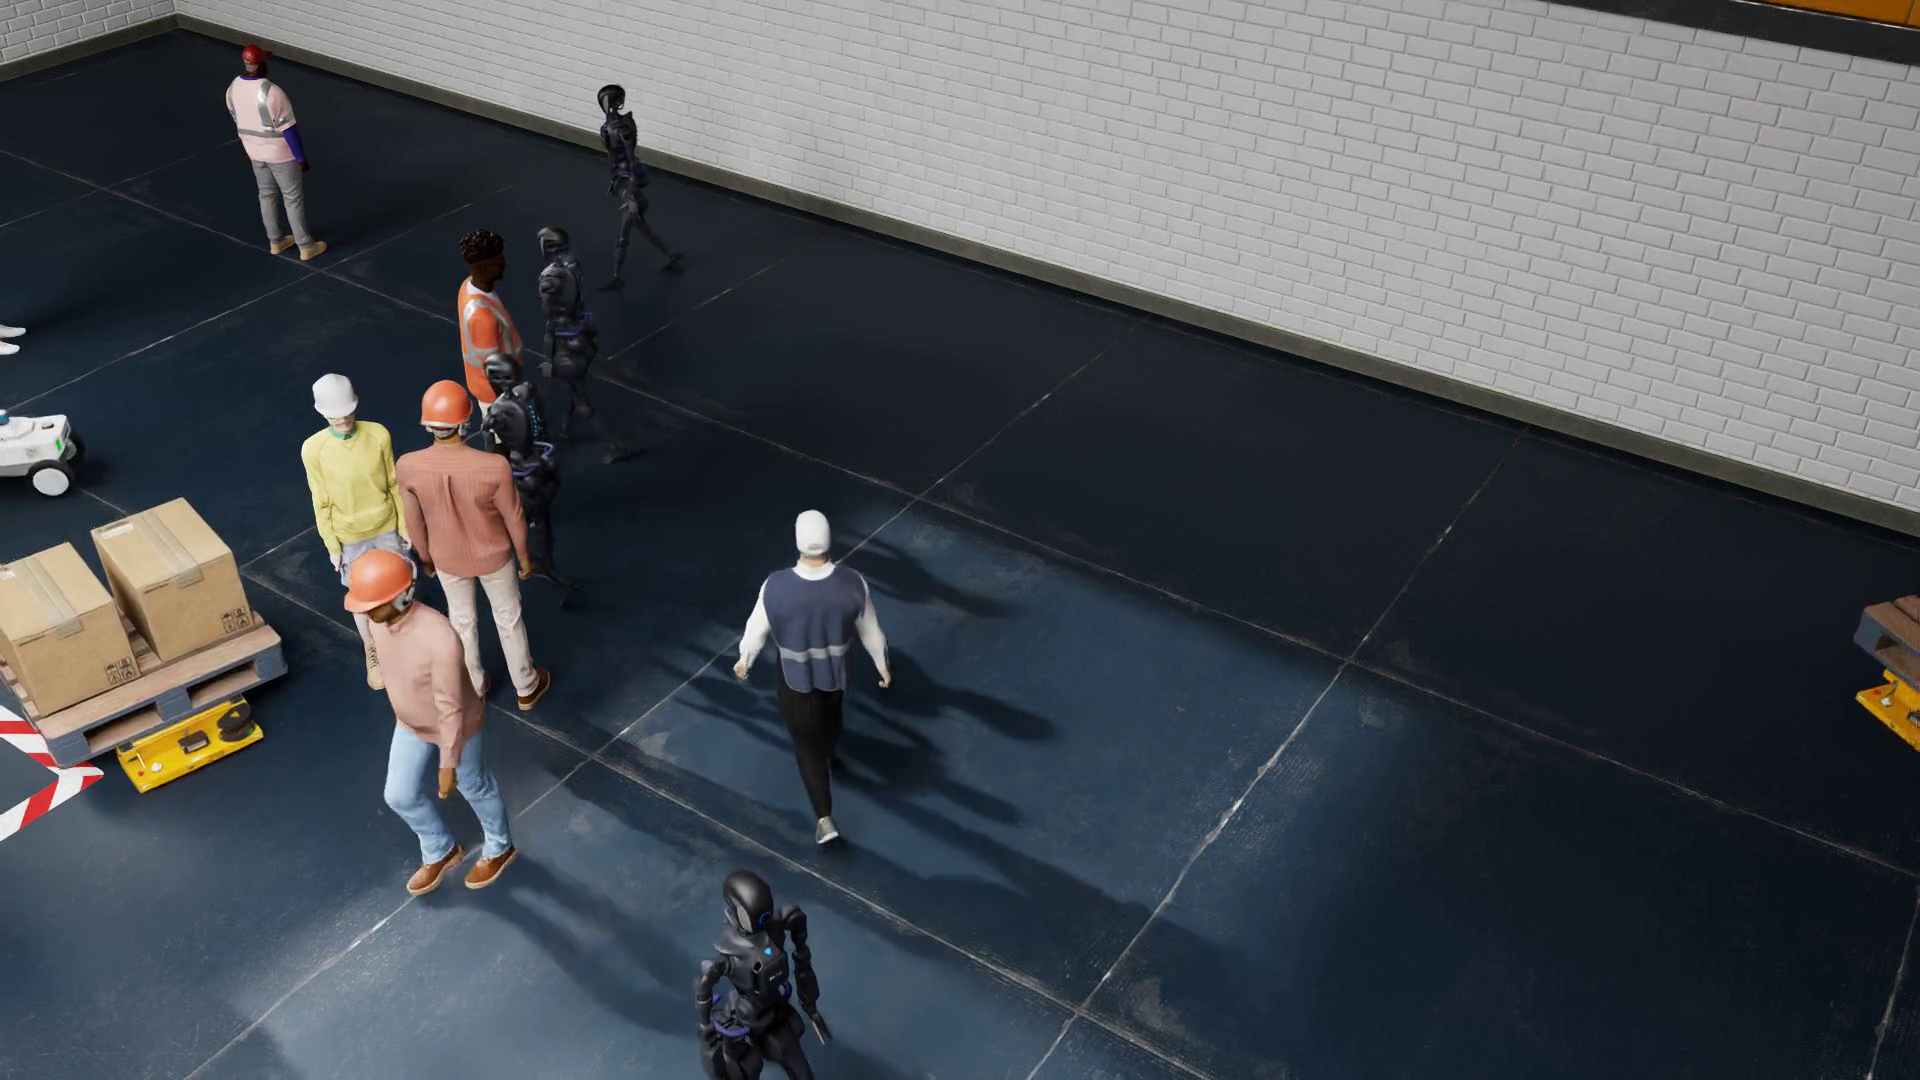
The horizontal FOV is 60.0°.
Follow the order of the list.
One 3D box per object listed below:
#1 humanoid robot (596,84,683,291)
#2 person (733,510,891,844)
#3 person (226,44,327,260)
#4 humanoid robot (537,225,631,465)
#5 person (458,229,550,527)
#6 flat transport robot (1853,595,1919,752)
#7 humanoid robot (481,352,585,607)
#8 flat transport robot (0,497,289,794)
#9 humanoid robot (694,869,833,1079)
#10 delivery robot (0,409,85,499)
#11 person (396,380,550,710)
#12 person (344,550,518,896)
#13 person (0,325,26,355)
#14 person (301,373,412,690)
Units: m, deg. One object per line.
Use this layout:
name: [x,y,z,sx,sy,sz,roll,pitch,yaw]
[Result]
humanoid robot: [-2.599,-2.796,13.077,0.783,1.626,0.609,-17,38,-22]
person: [-0.692,0.645,8.072,0.733,1.723,0.853,-12,37,-16]
person: [-5.543,-3.136,13.462,0.598,1.746,0.418,13,37,18]
humanoid robot: [-2.525,-1.261,10.882,0.723,1.646,0.591,6,35,9]
person: [-2.830,-0.977,10.192,0.370,1.959,0.606,-10,36,-13]
flat transport robot: [5.696,0.859,9.036,1.431,0.231,0.659,-11,37,-16]
humanoid robot: [-2.436,-0.333,9.508,0.465,1.645,0.591,12,37,16]
flat transport robot: [-4.425,0.816,9.097,0.659,0.231,1.431,-27,43,-33]
humanoid robot: [-0.764,1.892,6.325,0.336,1.648,0.586,27,43,33]
delivery robot: [-6.155,-0.572,10.835,0.797,0.599,0.499,-9,36,-13]
person: [-2.530,0.063,8.670,0.610,1.994,0.380,-1,35,-1]
person: [-2.421,0.863,7.548,0.643,1.963,0.647,20,40,26]
person: [-7.257,-2.246,12.079,0.312,1.868,0.527,-9,36,-13]
person: [-3.197,-0.061,8.939,0.472,1.892,0.385,-21,40,-28]
